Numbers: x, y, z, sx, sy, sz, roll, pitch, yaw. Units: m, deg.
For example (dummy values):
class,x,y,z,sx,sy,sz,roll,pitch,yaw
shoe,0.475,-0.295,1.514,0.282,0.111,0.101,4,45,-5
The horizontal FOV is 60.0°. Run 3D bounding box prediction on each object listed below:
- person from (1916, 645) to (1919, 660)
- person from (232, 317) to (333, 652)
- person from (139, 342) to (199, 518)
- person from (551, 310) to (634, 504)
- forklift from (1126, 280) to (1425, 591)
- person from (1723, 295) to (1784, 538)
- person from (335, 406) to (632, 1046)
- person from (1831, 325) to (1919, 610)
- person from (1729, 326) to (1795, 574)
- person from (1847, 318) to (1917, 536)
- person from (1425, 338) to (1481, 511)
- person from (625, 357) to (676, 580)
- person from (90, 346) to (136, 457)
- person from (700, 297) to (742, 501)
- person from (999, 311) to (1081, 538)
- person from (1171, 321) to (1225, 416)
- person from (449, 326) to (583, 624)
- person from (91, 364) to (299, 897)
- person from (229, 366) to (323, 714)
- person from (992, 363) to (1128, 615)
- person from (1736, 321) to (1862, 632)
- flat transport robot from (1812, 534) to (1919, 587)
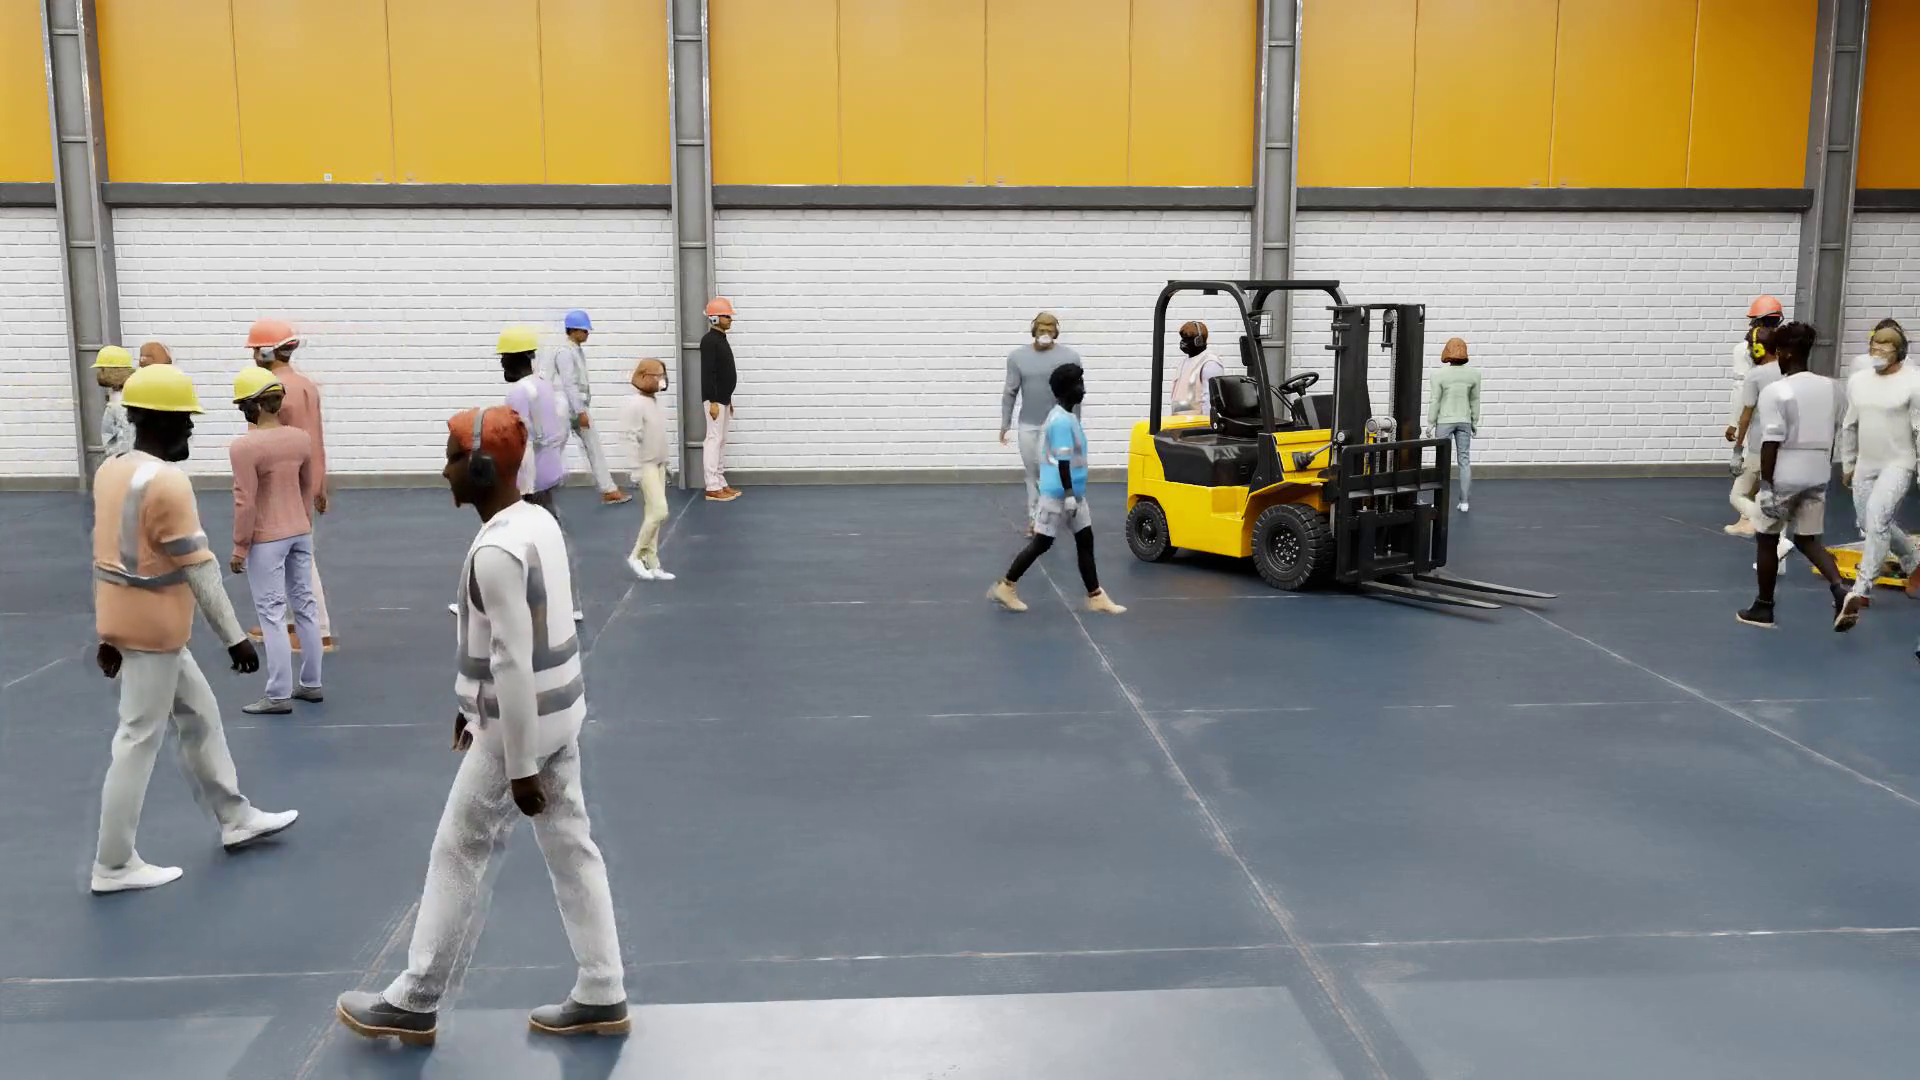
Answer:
class,x,y,z,sx,sy,sz,roll,pitch,yaw
person,5.554,-0.112,8.959,0.565,1.814,0.581,-4,10,-21
person,-4.038,-0.307,9.720,0.747,1.970,0.617,0,9,1
person,-7.279,-0.969,14.973,0.784,1.598,0.530,-1,9,-4
person,-3.720,-1.251,15.927,1.042,1.894,0.585,2,9,9
forklift,2.301,-0.860,12.475,1.214,2.155,2.313,-6,11,-35
person,6.755,-1.038,14.065,0.607,2.045,0.390,-2,9,-13
person,-1.388,0.543,4.753,0.921,1.841,0.578,1,9,4
person,6.213,-0.479,11.058,0.876,1.904,0.646,-3,10,-20
person,5.949,-0.652,12.270,0.647,1.843,0.470,-4,10,-23
person,7.896,-0.955,14.186,0.694,1.844,0.540,-7,12,-38
person,4.612,-1.073,15.571,0.509,1.632,0.265,-1,9,-8
person,-2.202,-0.503,11.993,0.341,1.620,0.520,2,9,15
person,-5.642,-0.434,11.214,0.297,1.744,0.487,-4,10,-25
person,-2.373,-1.392,16.435,0.379,1.996,0.611,1,9,6
person,0.661,-0.941,13.862,0.647,1.909,0.632,4,10,22
person,1.995,-0.933,14.091,0.432,1.836,0.618,-3,9,-16
person,-2.815,-0.396,10.500,0.910,1.885,0.619,1,9,7
person,-2.816,0.308,6.091,0.903,1.888,0.594,-8,12,-42
person,-3.483,0.004,8.422,0.325,1.760,0.523,3,10,20
person,0.627,-0.325,10.806,0.868,1.662,0.532,2,9,13
person,5.175,-0.373,10.219,0.615,1.943,0.752,-2,9,-15
flat transport robot,6.975,0.140,12.218,1.431,0.197,0.652,-6,11,-33
